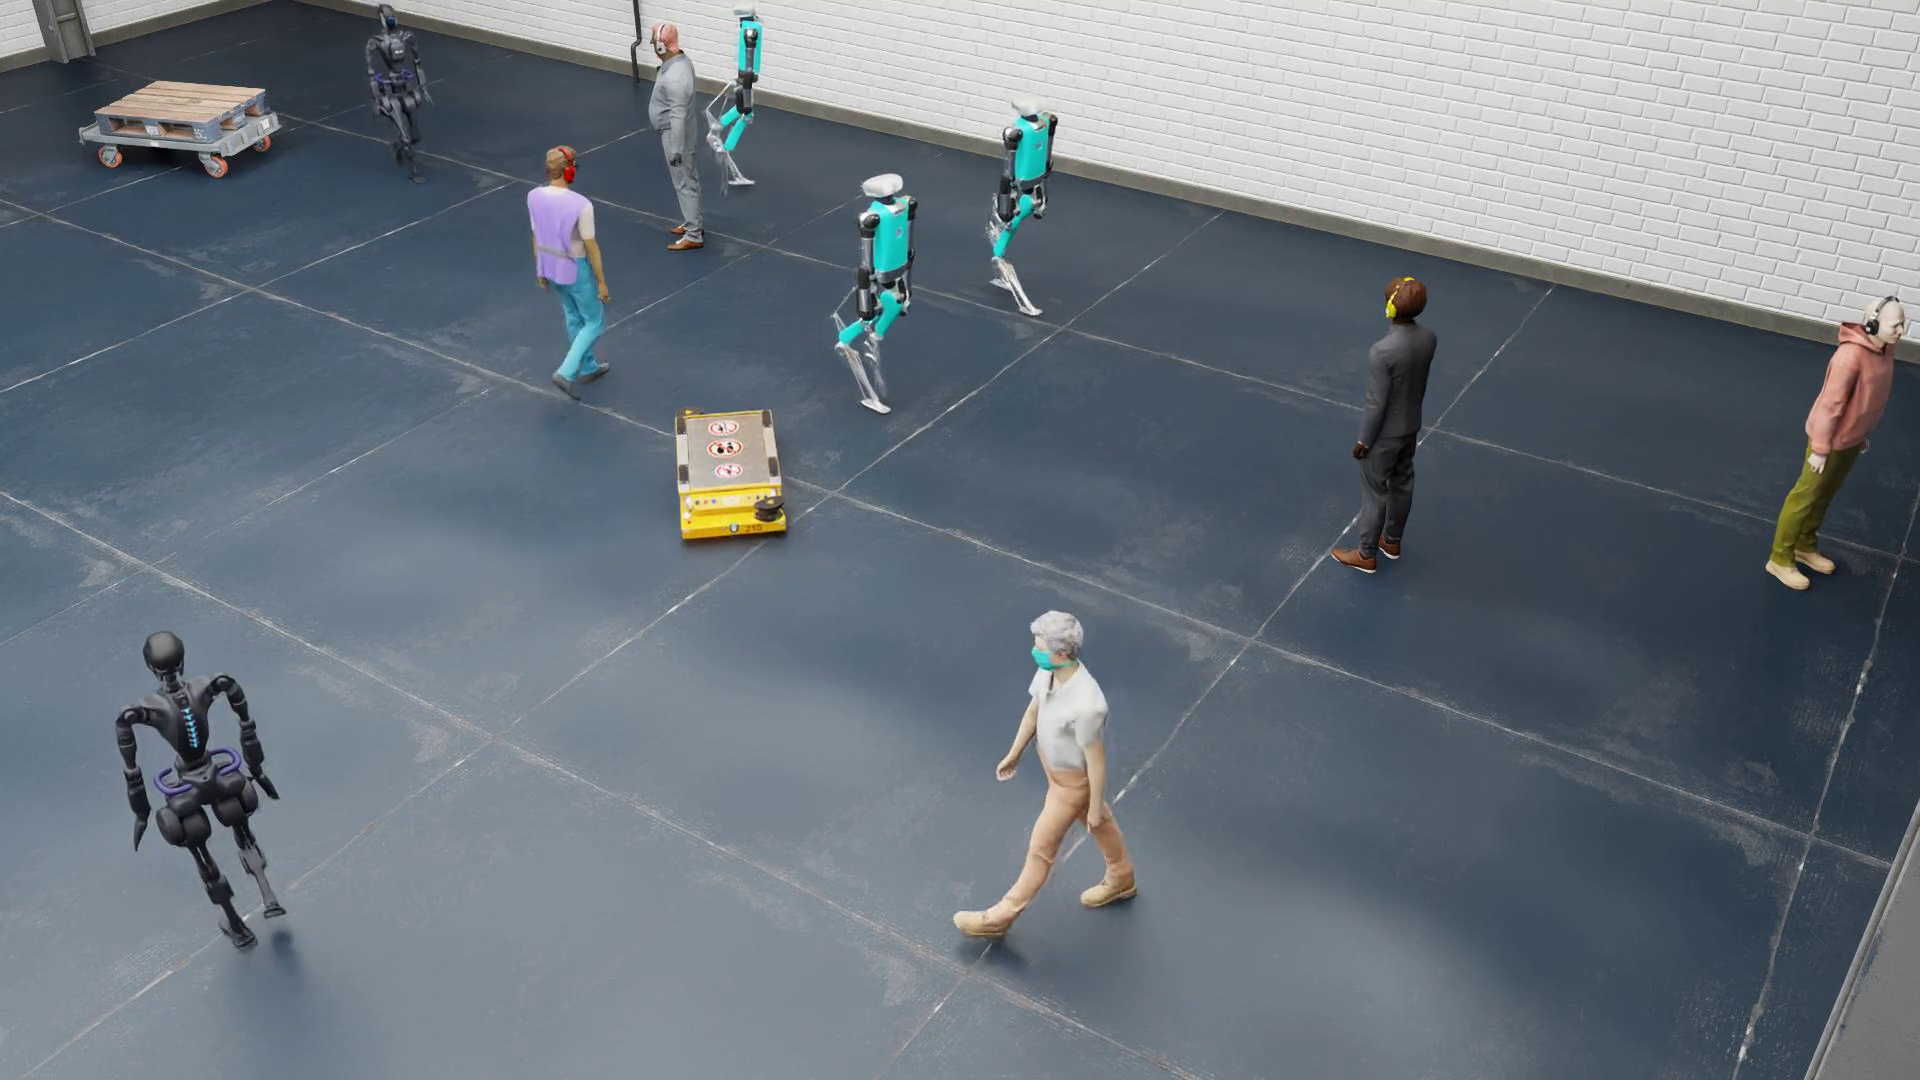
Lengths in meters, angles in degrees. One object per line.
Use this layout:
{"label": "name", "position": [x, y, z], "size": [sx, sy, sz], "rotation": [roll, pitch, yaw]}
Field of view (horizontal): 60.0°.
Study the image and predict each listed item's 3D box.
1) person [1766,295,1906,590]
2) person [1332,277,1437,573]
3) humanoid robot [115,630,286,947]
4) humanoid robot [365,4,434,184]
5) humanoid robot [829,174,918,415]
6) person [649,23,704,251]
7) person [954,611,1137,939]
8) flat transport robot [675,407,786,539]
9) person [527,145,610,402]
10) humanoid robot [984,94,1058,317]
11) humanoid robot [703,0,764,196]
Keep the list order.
{"label": "person", "position": [5.144, -0.591, 9.726], "size": [0.520, 1.837, 0.369], "rotation": [-20, 38, -28]}
{"label": "person", "position": [2.524, -0.667, 9.810], "size": [0.492, 1.875, 0.361], "rotation": [-21, 38, -29]}
{"label": "humanoid robot", "position": [-3.300, 1.110, 7.231], "size": [0.614, 1.648, 0.357], "rotation": [-27, 41, -35]}
{"label": "humanoid robot", "position": [-5.277, -4.184, 15.480], "size": [0.619, 1.624, 0.612], "rotation": [27, 41, 35]}
{"label": "humanoid robot", "position": [-0.648, -1.667, 11.552], "size": [0.660, 1.868, 0.543], "rotation": [22, 39, 31]}
{"label": "person", "position": [-2.399, -3.394, 14.028], "size": [0.406, 1.902, 0.651], "rotation": [-2, 33, -2]}
{"label": "person", "position": [0.420, 1.045, 7.319], "size": [0.959, 1.678, 0.467], "rotation": [-10, 34, -14]}
{"label": "flat transport robot", "position": [-1.533, -0.475, 10.995], "size": [0.659, 0.231, 1.431], "rotation": [-5, 33, -8]}
{"label": "person", "position": [-2.753, -1.869, 11.722], "size": [0.589, 1.819, 0.625], "rotation": [18, 37, 26]}
{"label": "humanoid robot", "position": [0.391, -2.653, 13.044], "size": [0.911, 1.770, 0.545], "rotation": [28, 42, 36]}
{"label": "humanoid robot", "position": [-2.111, -3.952, 15.156], "size": [0.743, 1.901, 0.539], "rotation": [-3, 33, -4]}
